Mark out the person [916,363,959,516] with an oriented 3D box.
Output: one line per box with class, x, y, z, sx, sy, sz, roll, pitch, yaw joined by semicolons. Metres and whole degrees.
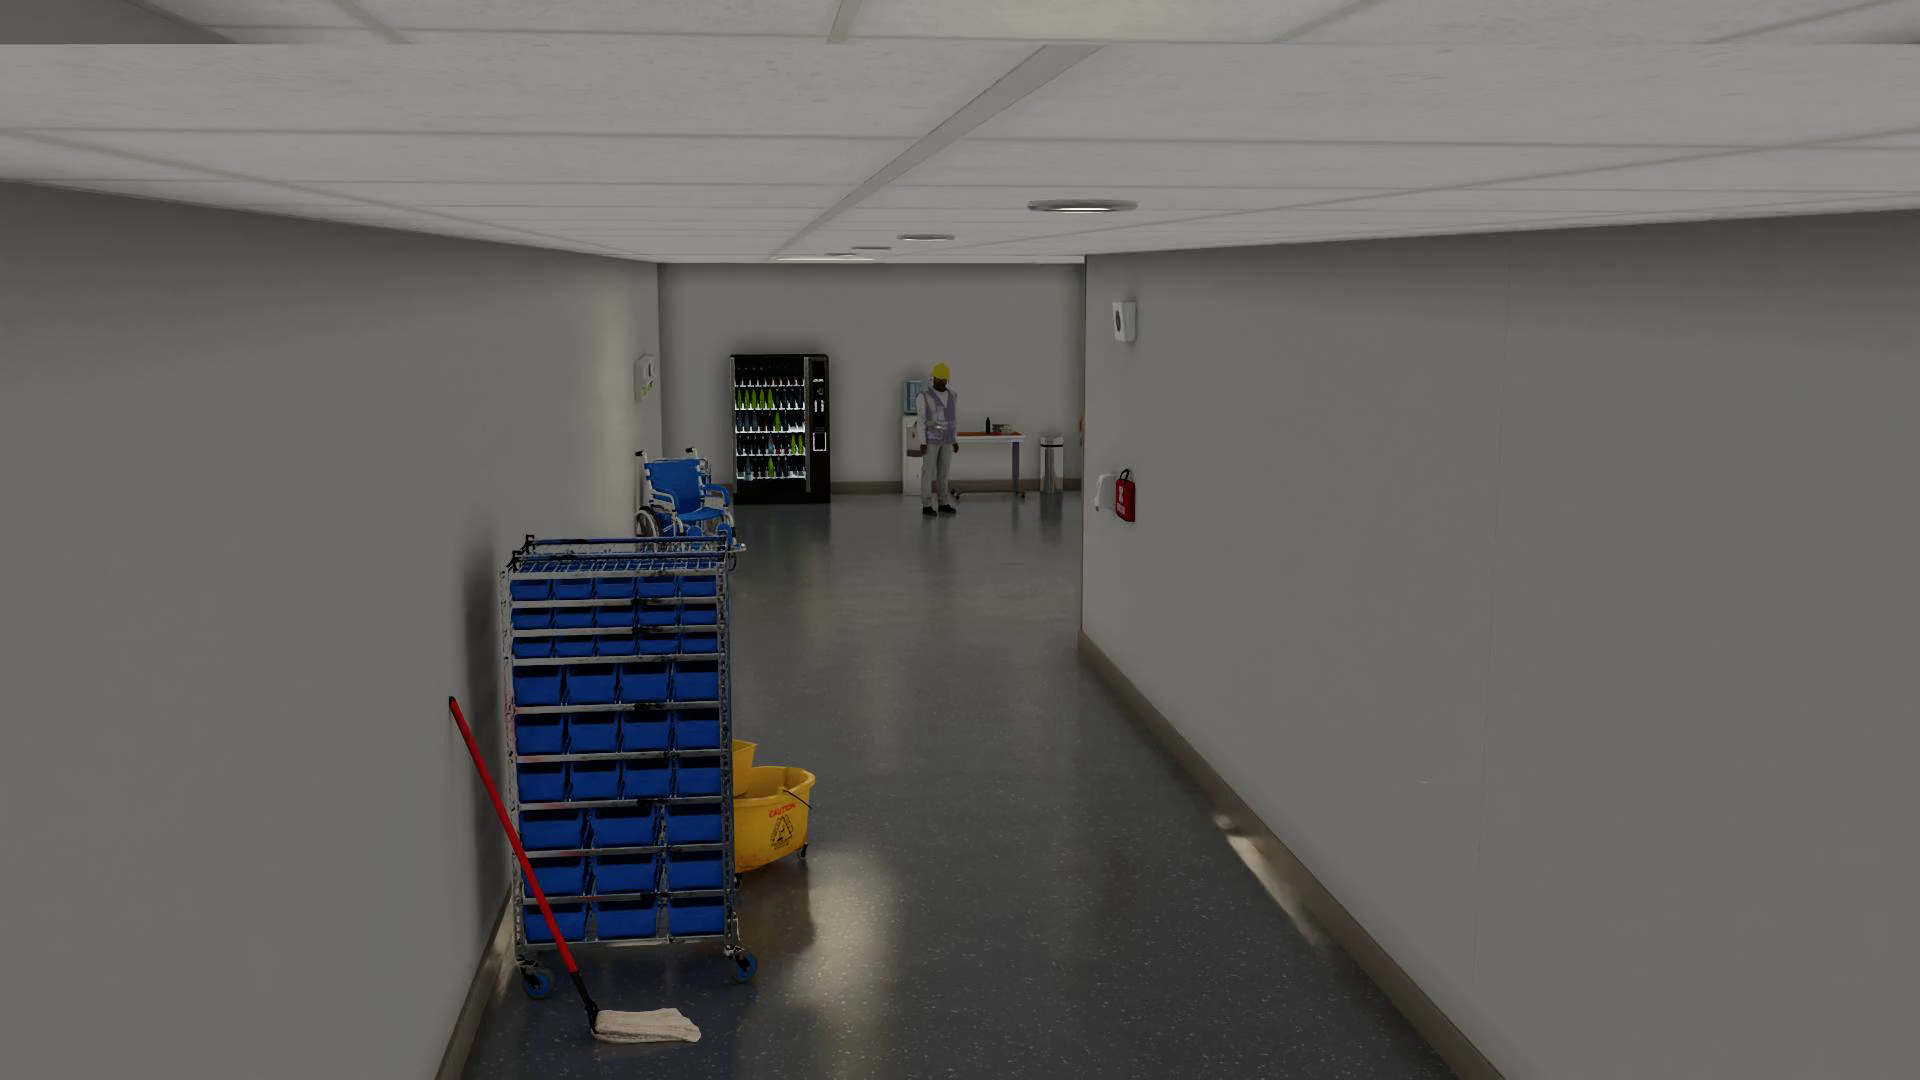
person;-0.249;-1.207;19.921;0.587;1.826;0.404;-7;12;-38
